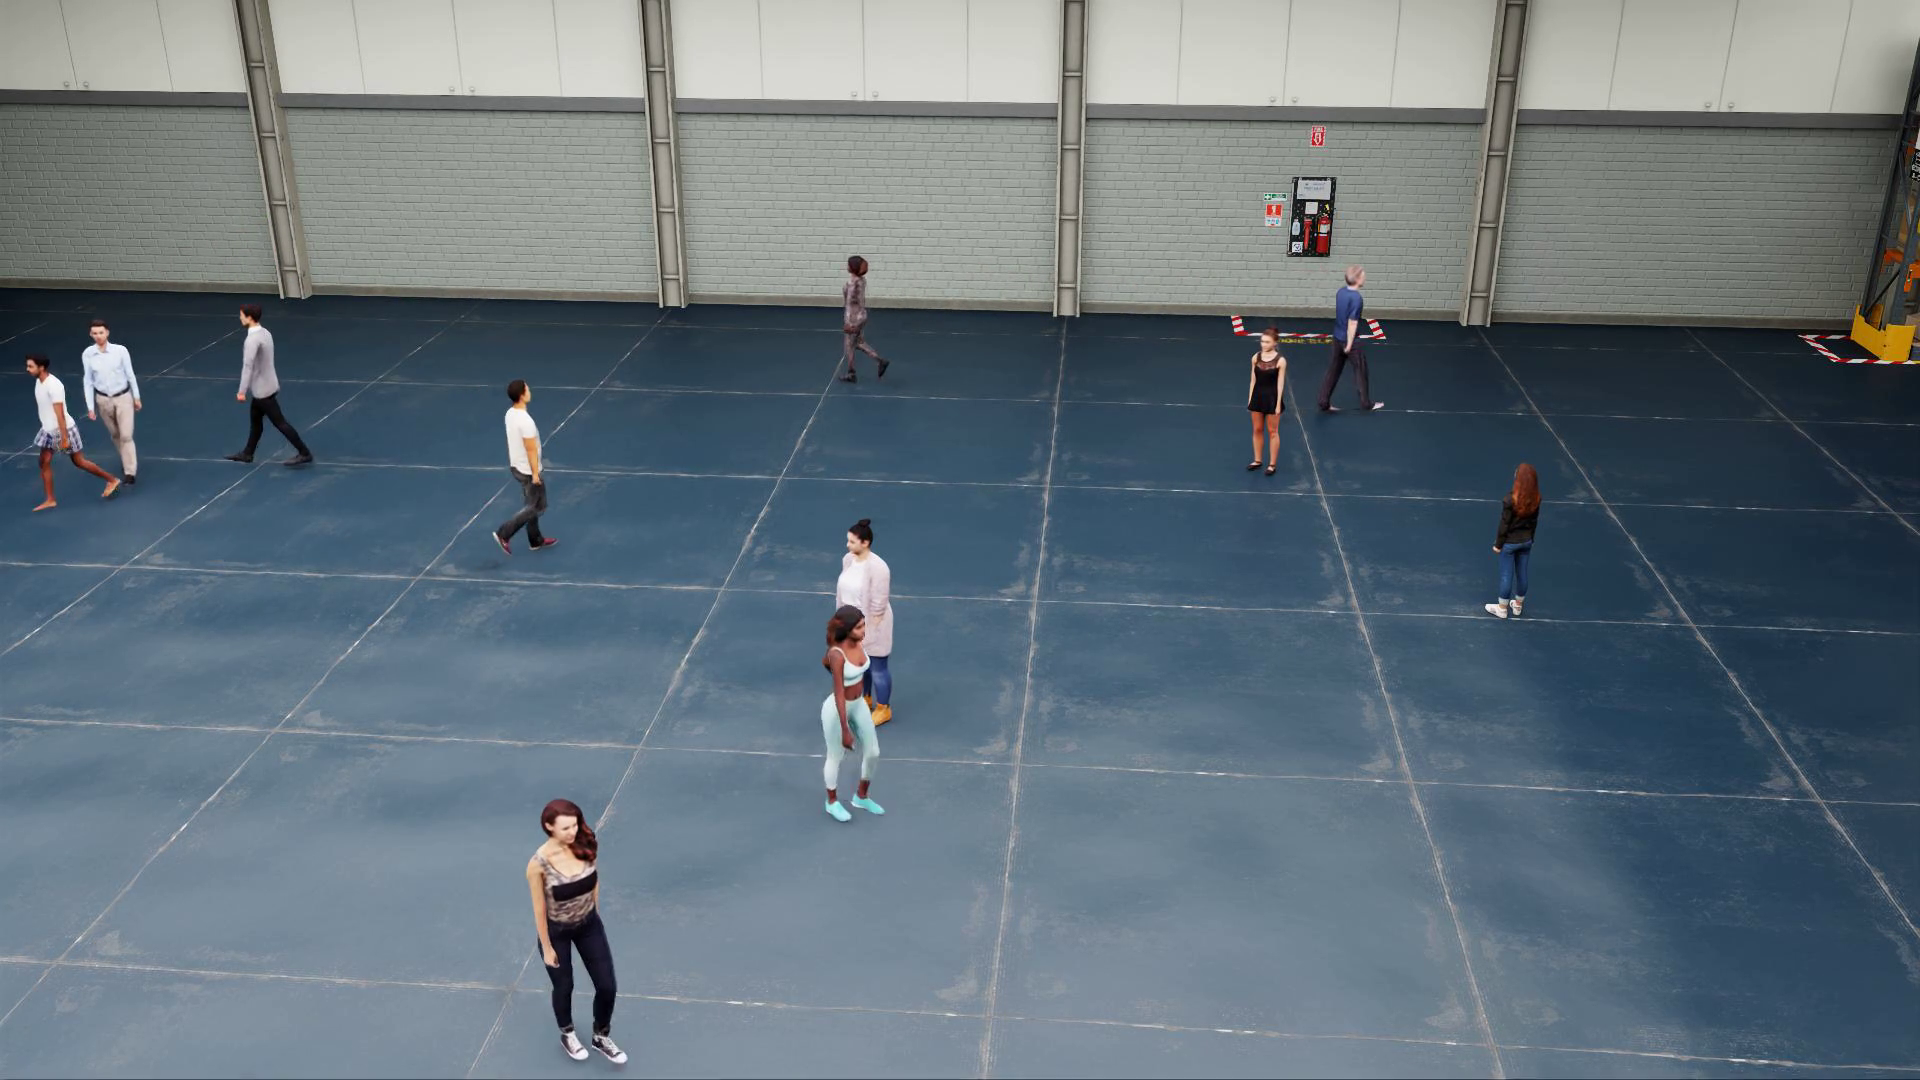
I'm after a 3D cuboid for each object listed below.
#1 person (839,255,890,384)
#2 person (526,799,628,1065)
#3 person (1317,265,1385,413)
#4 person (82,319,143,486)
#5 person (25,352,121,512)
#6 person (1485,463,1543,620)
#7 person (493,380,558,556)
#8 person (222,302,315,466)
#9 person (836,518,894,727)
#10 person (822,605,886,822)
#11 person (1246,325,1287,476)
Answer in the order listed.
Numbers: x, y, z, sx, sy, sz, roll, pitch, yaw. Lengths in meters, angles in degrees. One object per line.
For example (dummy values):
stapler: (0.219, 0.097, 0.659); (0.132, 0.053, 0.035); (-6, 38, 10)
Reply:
person: (-1.269, -2.820, 21.455); (0.978, 1.698, 0.724); (8, 24, 19)
person: (-2.297, 2.222, 9.530); (0.799, 1.750, 0.859); (-18, 29, -36)
person: (4.646, -2.424, 20.342); (1.139, 1.839, 0.923); (-8, 24, -17)
person: (-9.305, -1.537, 18.312); (1.254, 1.796, 1.050); (-7, 24, -16)
person: (-9.432, -1.171, 17.583); (1.153, 1.692, 1.128); (19, 29, 37)
person: (5.058, -0.004, 15.108); (0.572, 1.483, 0.693); (-8, 24, -18)
person: (-4.331, -0.678, 16.303); (1.046, 1.787, 0.979); (-18, 29, -36)
person: (-7.681, -1.686, 18.568); (1.329, 1.871, 0.981); (-4, 23, -10)
person: (-0.734, 0.636, 13.267); (0.841, 1.744, 0.782); (-18, 29, -35)
person: (-0.884, 1.235, 11.903); (0.792, 1.711, 0.731); (17, 28, 34)
person: (3.426, -1.569, 18.534); (0.666, 1.681, 0.750); (17, 29, 35)
